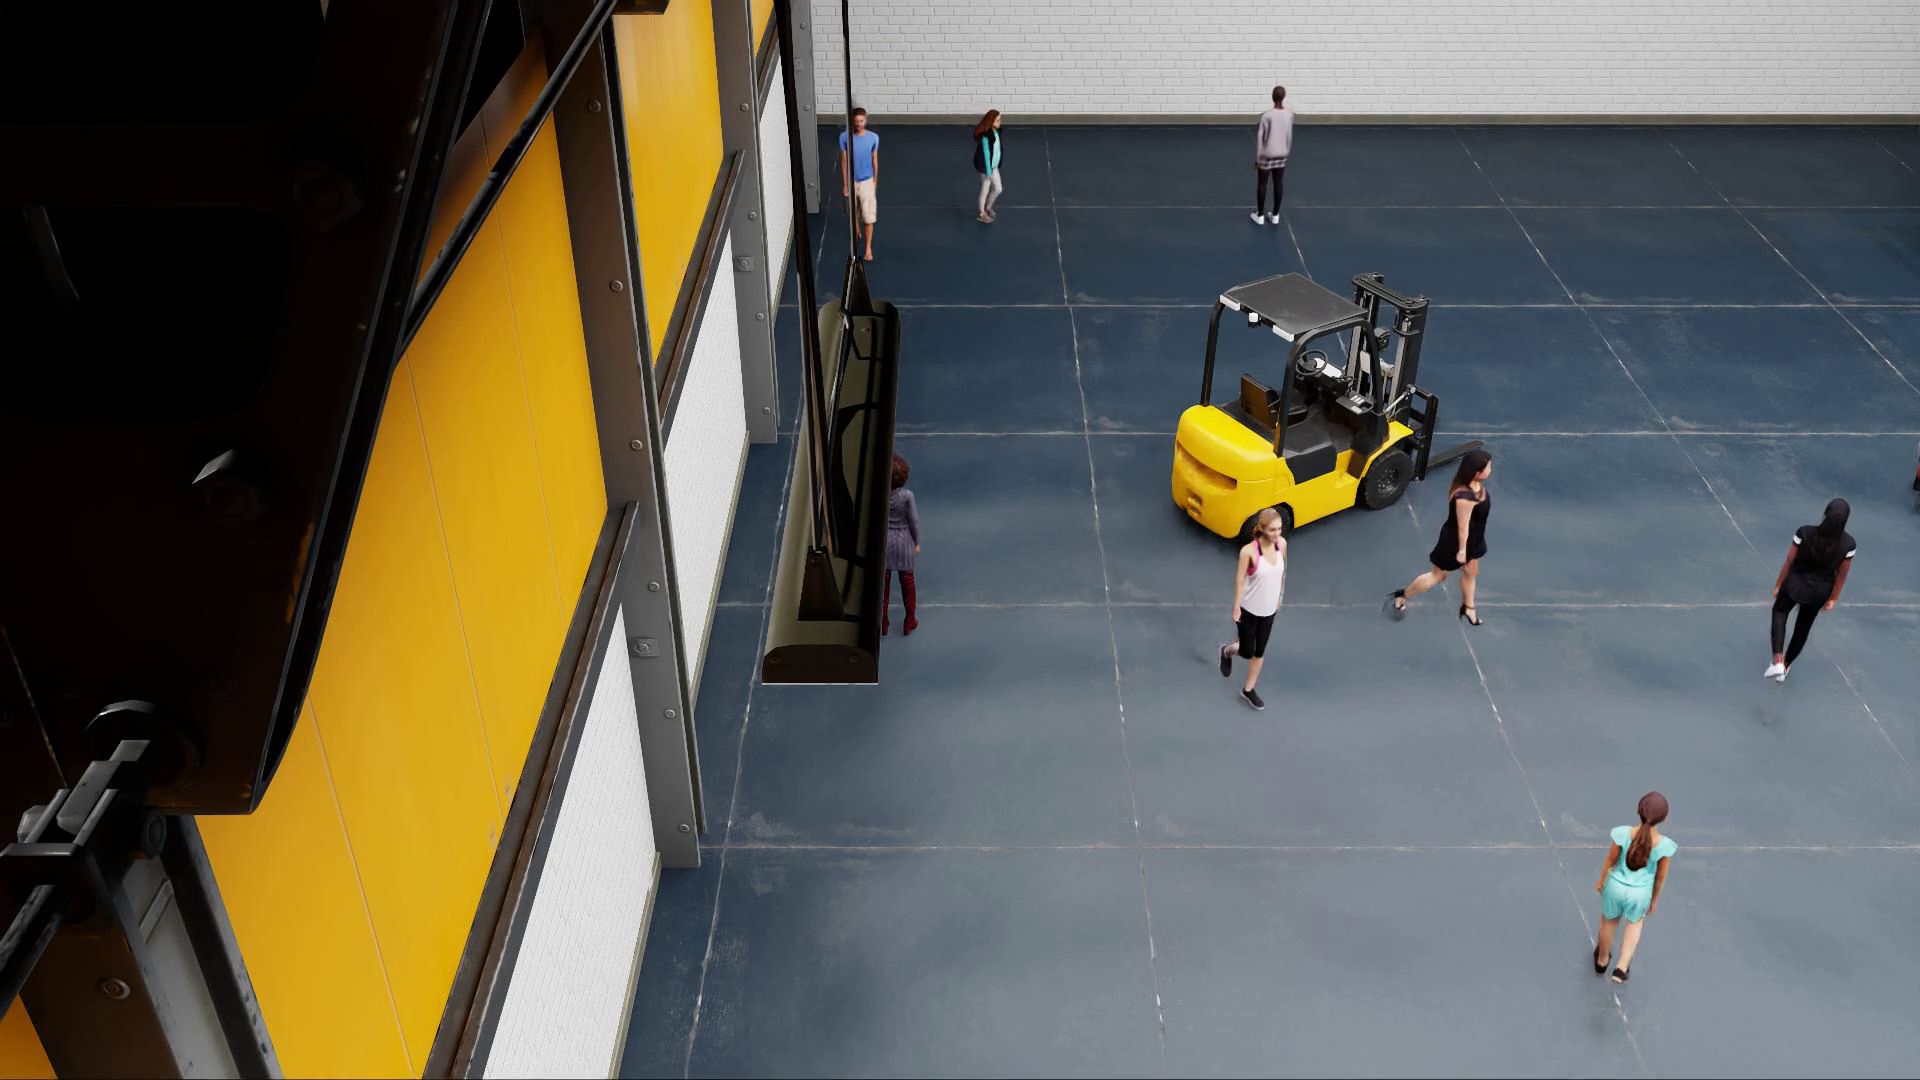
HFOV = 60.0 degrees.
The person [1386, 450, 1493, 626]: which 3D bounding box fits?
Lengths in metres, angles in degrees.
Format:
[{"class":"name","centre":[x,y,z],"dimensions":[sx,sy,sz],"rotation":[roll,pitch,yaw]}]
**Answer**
[{"class":"person","centre":[4.064,0.010,13.860],"dimensions":[0.917,1.684,1.076],"rotation":[9,35,14]}]

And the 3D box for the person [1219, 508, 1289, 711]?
[{"class":"person","centre":[2.281,0.484,13.061],"dimensions":[0.809,1.780,0.926],"rotation":[-14,36,-20]}]

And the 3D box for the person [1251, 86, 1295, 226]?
[{"class":"person","centre":[3.994,-4.881,21.148],"dimensions":[0.676,1.762,0.642],"rotation":[-9,35,-14]}]

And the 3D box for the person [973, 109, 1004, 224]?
[{"class":"person","centre":[0.297,-4.788,21.258],"dimensions":[0.759,1.486,0.680],"rotation":[20,38,27]}]

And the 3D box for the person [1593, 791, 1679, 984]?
[{"class":"person","centre":[4.258,2.259,10.598],"dimensions":[0.668,1.550,0.774],"rotation":[11,35,16]}]

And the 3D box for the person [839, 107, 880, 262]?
[{"class":"person","centre":[-1.237,-4.423,20.395],"dimensions":[0.632,1.834,1.113],"rotation":[-1,34,-1]}]

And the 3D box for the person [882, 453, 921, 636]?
[{"class":"person","centre":[-0.552,0.045,13.784],"dimensions":[0.612,1.710,0.553],"rotation":[5,34,7]}]

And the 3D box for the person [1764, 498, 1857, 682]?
[{"class":"person","centre":[6.698,0.447,13.171],"dimensions":[0.783,1.720,0.882],"rotation":[14,36,20]}]
